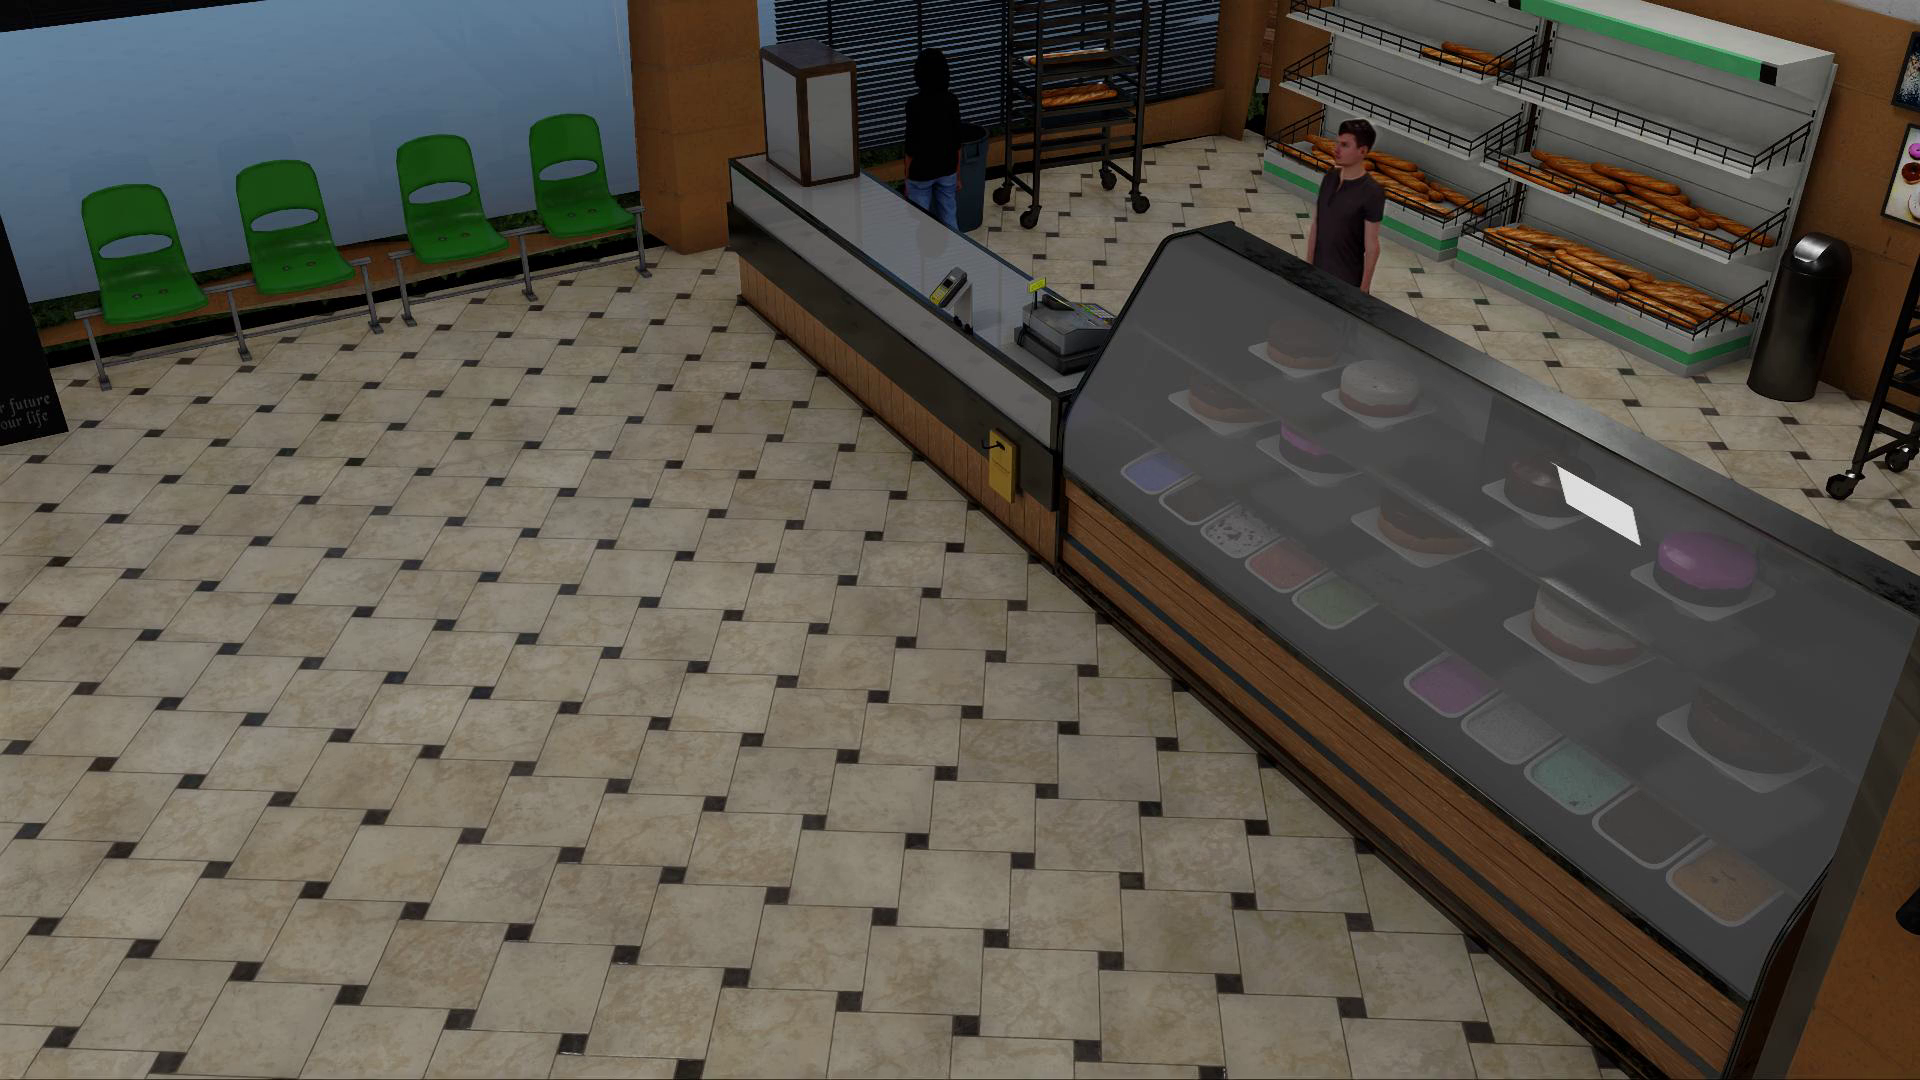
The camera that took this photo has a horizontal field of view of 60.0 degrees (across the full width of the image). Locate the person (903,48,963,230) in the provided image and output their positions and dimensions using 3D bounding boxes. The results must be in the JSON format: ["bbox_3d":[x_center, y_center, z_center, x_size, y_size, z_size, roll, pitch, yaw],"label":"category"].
[{"bbox_3d":[-0.185,-2.398,10.989,0.508,1.702,0.654,-12,34,-19],"label":"person"}]

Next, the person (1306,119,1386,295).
[{"bbox_3d":[2.132,-1.448,9.322,0.515,1.850,0.647,-17,36,-25],"label":"person"}]
